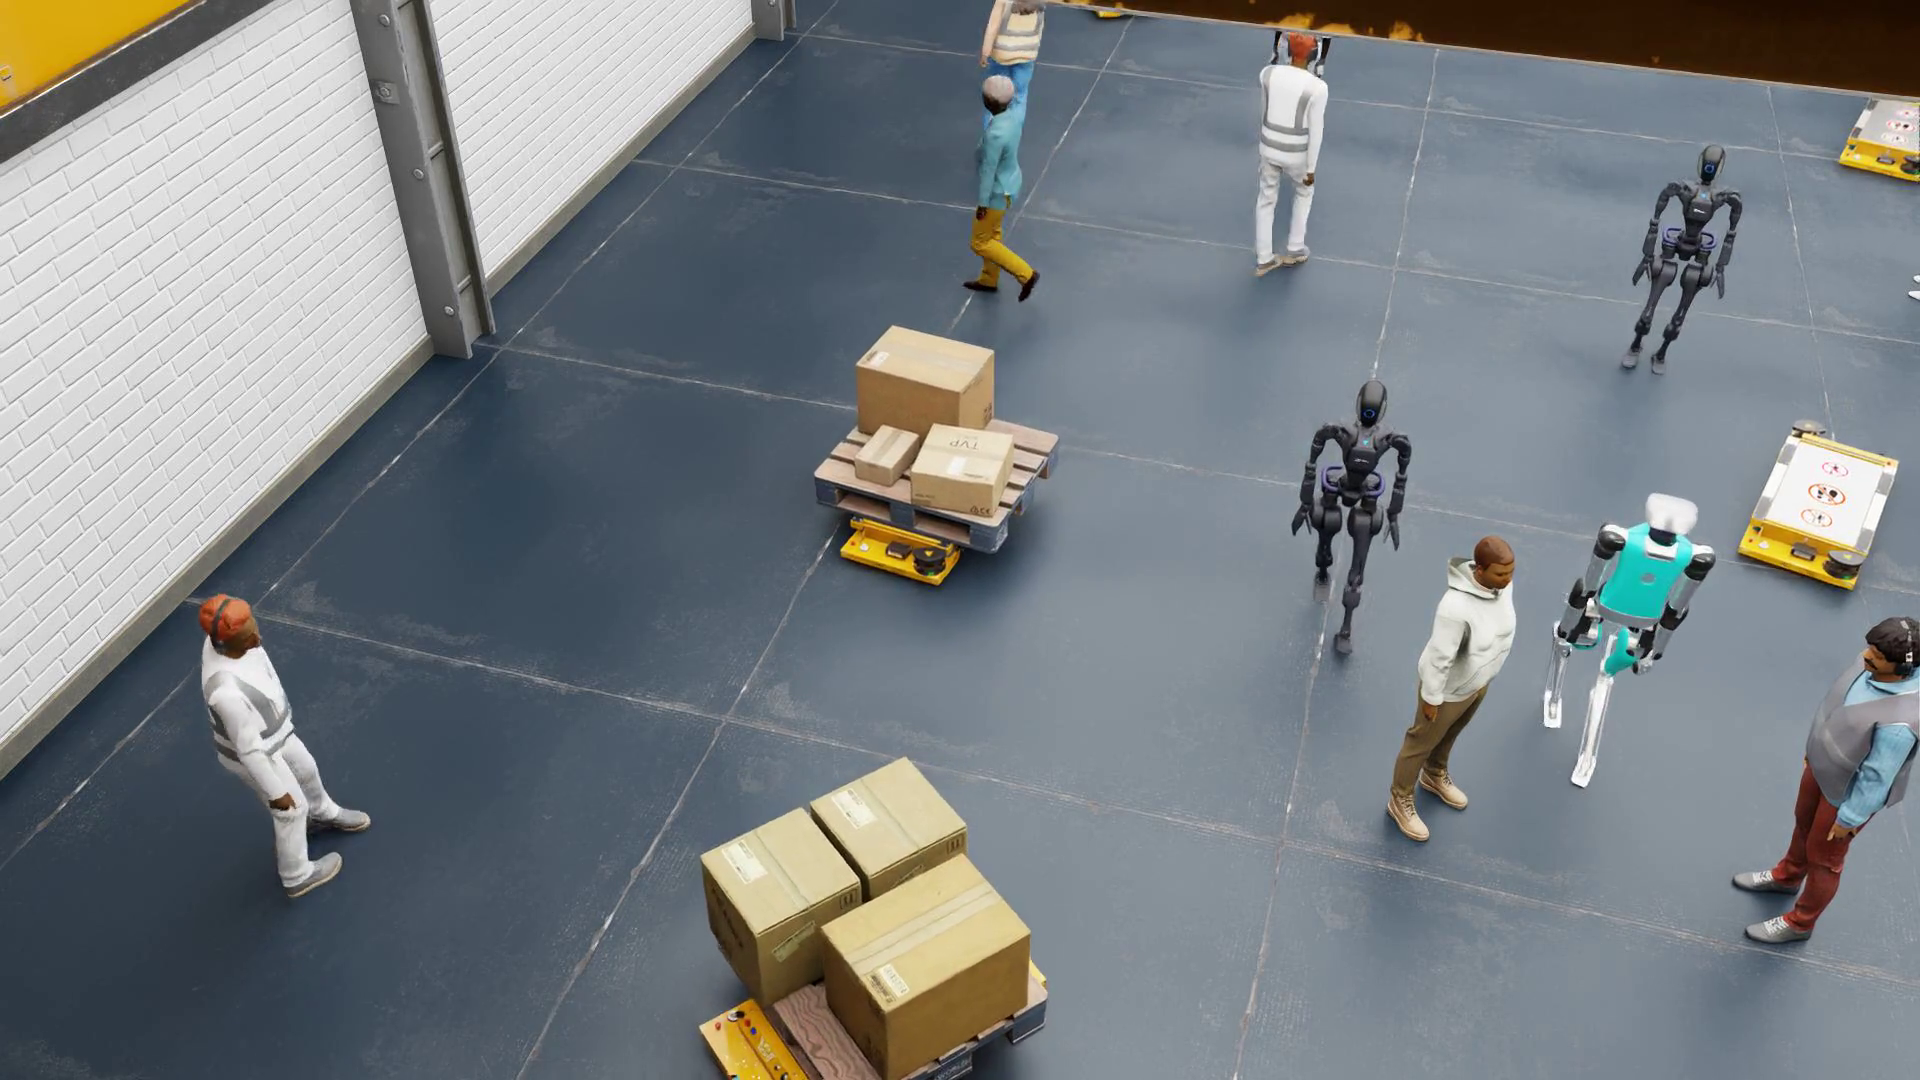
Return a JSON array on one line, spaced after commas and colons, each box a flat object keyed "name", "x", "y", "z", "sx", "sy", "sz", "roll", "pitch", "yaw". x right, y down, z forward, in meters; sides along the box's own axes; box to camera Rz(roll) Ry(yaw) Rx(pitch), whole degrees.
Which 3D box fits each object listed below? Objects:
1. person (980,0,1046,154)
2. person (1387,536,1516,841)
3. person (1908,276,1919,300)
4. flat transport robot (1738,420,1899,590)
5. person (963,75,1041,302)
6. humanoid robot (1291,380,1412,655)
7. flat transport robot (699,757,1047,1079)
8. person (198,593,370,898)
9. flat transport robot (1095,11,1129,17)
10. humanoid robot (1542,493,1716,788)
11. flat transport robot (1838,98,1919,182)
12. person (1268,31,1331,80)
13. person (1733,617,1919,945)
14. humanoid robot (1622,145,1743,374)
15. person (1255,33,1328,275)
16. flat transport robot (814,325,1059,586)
[{"name": "person", "x": 0.437, "y": -4.068, "z": 13.939, "sx": 0.560, "sy": 1.681, "sz": 0.482, "roll": -6, "pitch": 39, "yaw": -7}, {"name": "person", "x": 2.365, "y": 0.672, "z": 7.972, "sx": 0.531, "sy": 1.766, "sz": 0.364, "roll": -27, "pitch": 46, "yaw": -30}, {"name": "person", "x": 7.296, "y": -2.491, "z": 12.016, "sx": 0.314, "sy": 1.629, "sz": 0.506, "roll": 24, "pitch": 45, "yaw": 27}, {"name": "flat transport robot", "x": 5.344, "y": -0.241, "z": 10.304, "sx": 0.659, "sy": 0.231, "sz": 1.431, "roll": 22, "pitch": 44, "yaw": 25}, {"name": "person", "x": 0.298, "y": -2.484, "z": 11.921, "sx": 0.560, "sy": 1.737, "sz": 0.551, "roll": 9, "pitch": 40, "yaw": 12}, {"name": "humanoid robot", "x": 2.138, "y": -0.173, "z": 9.126, "sx": 0.593, "sy": 1.622, "sz": 0.778, "roll": 6, "pitch": 39, "yaw": 8}, {"name": "flat transport robot", "x": -0.381, "y": 2.062, "z": 7.439, "sx": 1.431, "sy": 0.231, "sz": 0.659, "roll": -23, "pitch": 44, "yaw": -26}, {"name": "person", "x": -3.129, "y": 0.909, "z": 7.616, "sx": 0.482, "sy": 1.864, "sz": 0.706, "roll": -12, "pitch": 40, "yaw": -15}, {"name": "flat transport robot", "x": 1.604, "y": -5.746, "z": 17.151, "sx": 0.659, "sy": 0.231, "sz": 1.431, "roll": -5, "pitch": 39, "yaw": -7}, {"name": "humanoid robot", "x": 3.303, "y": 0.368, "z": 8.399, "sx": 0.582, "sy": 1.781, "sz": 0.869, "roll": 9, "pitch": 40, "yaw": 11}, {"name": "flat transport robot", "x": 8.098, "y": -3.503, "z": 14.362, "sx": 0.659, "sy": 0.231, "sz": 1.431, "roll": 23, "pitch": 44, "yaw": 25}, {"name": "person", "x": 2.827, "y": -4.014, "z": 13.860, "sx": 0.531, "sy": 1.692, "sz": 0.320, "roll": 26, "pitch": 46, "yaw": 29}, {"name": "person", "x": 3.940, "y": 1.071, "z": 7.396, "sx": 0.415, "sy": 1.873, "sz": 0.534, "roll": 5, "pitch": 39, "yaw": 6}, {"name": "humanoid robot", "x": 4.882, "y": -1.869, "z": 11.203, "sx": 0.588, "sy": 1.657, "sz": 0.338, "roll": 13, "pitch": 41, "yaw": 15}, {"name": "person", "x": 2.455, "y": -2.889, "z": 12.327, "sx": 0.569, "sy": 1.857, "sz": 0.662, "roll": 25, "pitch": 45, "yaw": 28}, {"name": "flat transport robot", "x": -0.124, "y": -0.273, "z": 10.343, "sx": 0.659, "sy": 0.231, "sz": 1.431, "roll": 16, "pitch": 42, "yaw": 19}]
